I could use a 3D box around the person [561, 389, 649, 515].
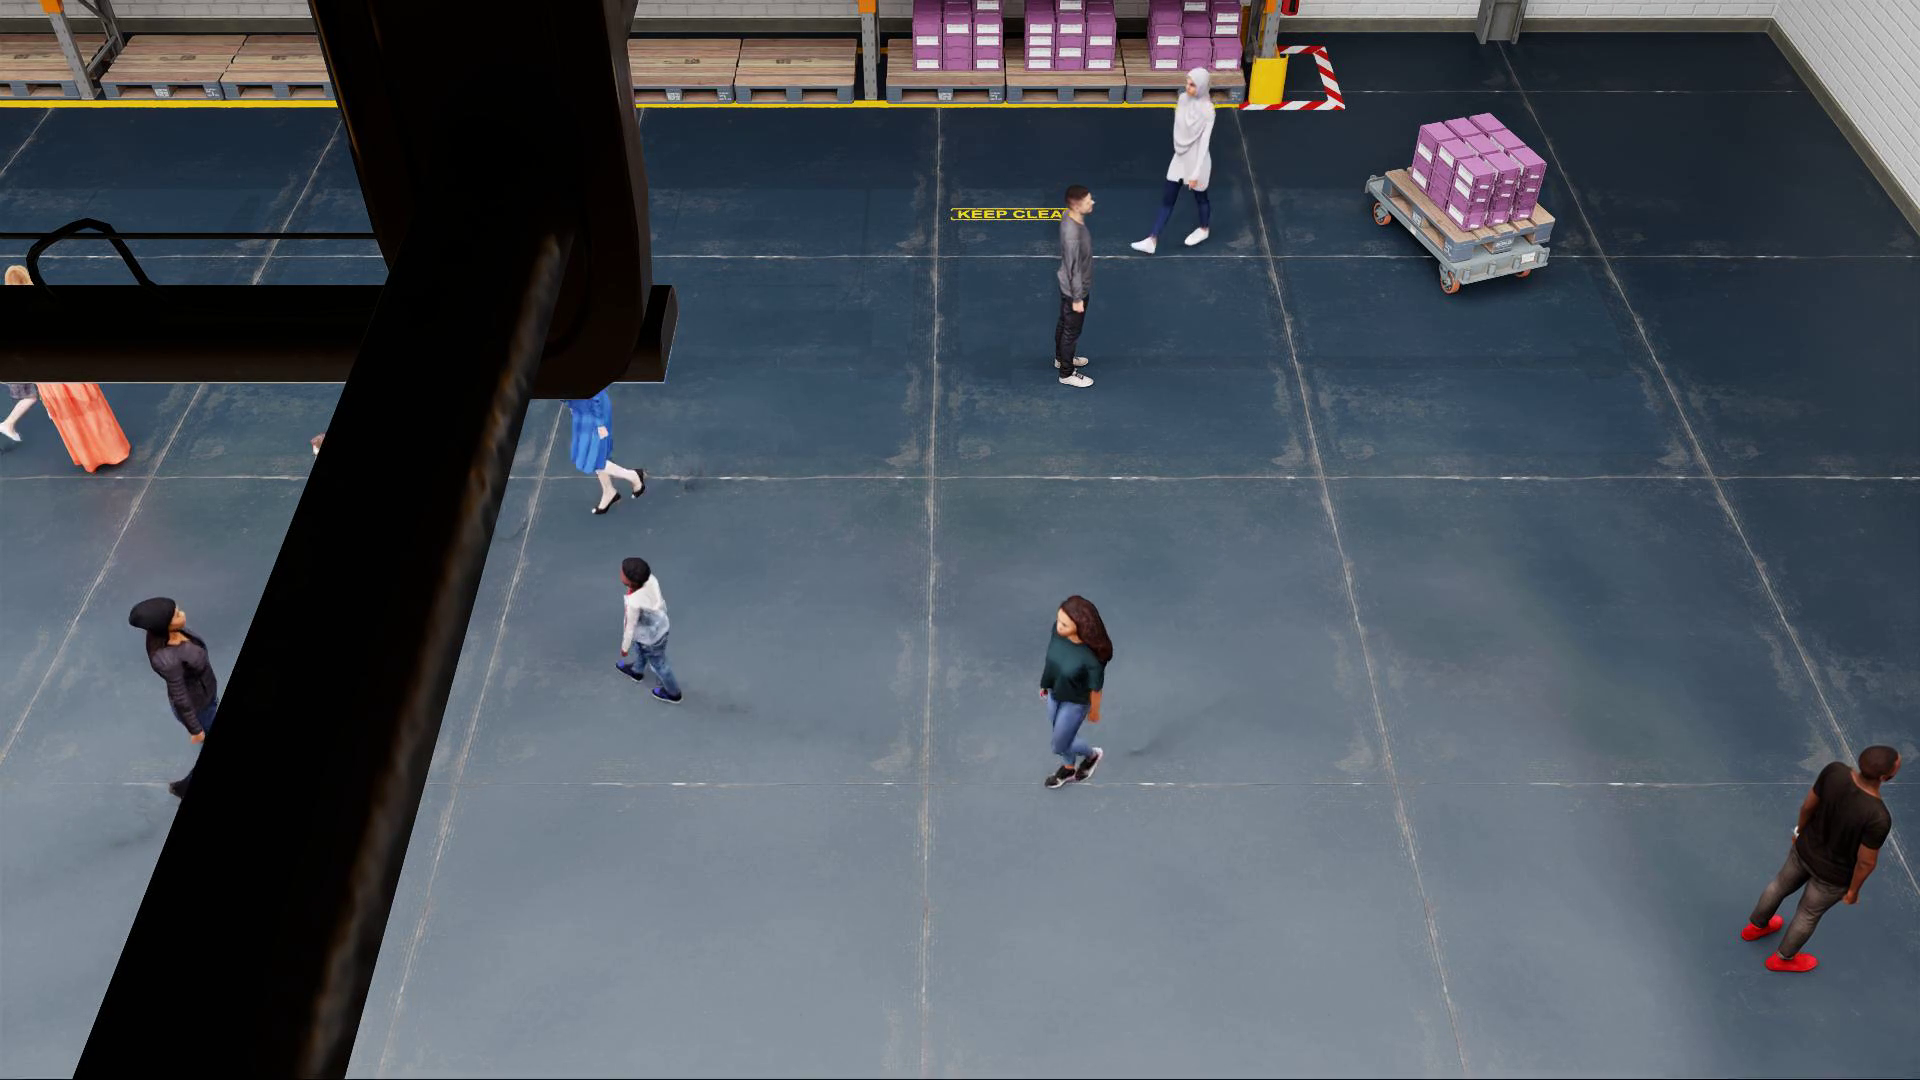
[{"bbox_3d":[-2.554,-0.909,11.901,0.886,1.820,0.784,-19,47,-19],"label":"person"}]

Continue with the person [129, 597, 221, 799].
[{"bbox_3d":[-4.649,1.012,9.944,0.874,1.737,0.790,-17,46,-17],"label":"person"}]

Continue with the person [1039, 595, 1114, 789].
[{"bbox_3d":[0.733,0.918,10.142,0.775,1.600,0.721,-23,48,-22],"label":"person"}]

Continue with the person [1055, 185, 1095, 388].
[{"bbox_3d":[0.894,-2.016,13.105,0.544,1.761,0.620,-2,44,-2],"label":"person"}]

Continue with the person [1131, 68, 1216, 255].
[{"bbox_3d":[2.084,-3.289,14.463,1.175,1.731,1.023,-25,49,-24],"label":"person"}]

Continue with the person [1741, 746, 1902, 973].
[{"bbox_3d":[4.748,1.735,9.135,0.647,1.806,0.698,-13,45,-13],"label":"person"}]

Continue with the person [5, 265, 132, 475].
[{"bbox_3d":[-6.633,-1.252,12.274,0.654,1.802,0.774,-18,46,-18],"label":"person"}]

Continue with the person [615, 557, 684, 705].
[{"bbox_3d":[-1.955,0.604,10.732,0.817,1.242,0.641,13,45,13],"label":"person"}]
